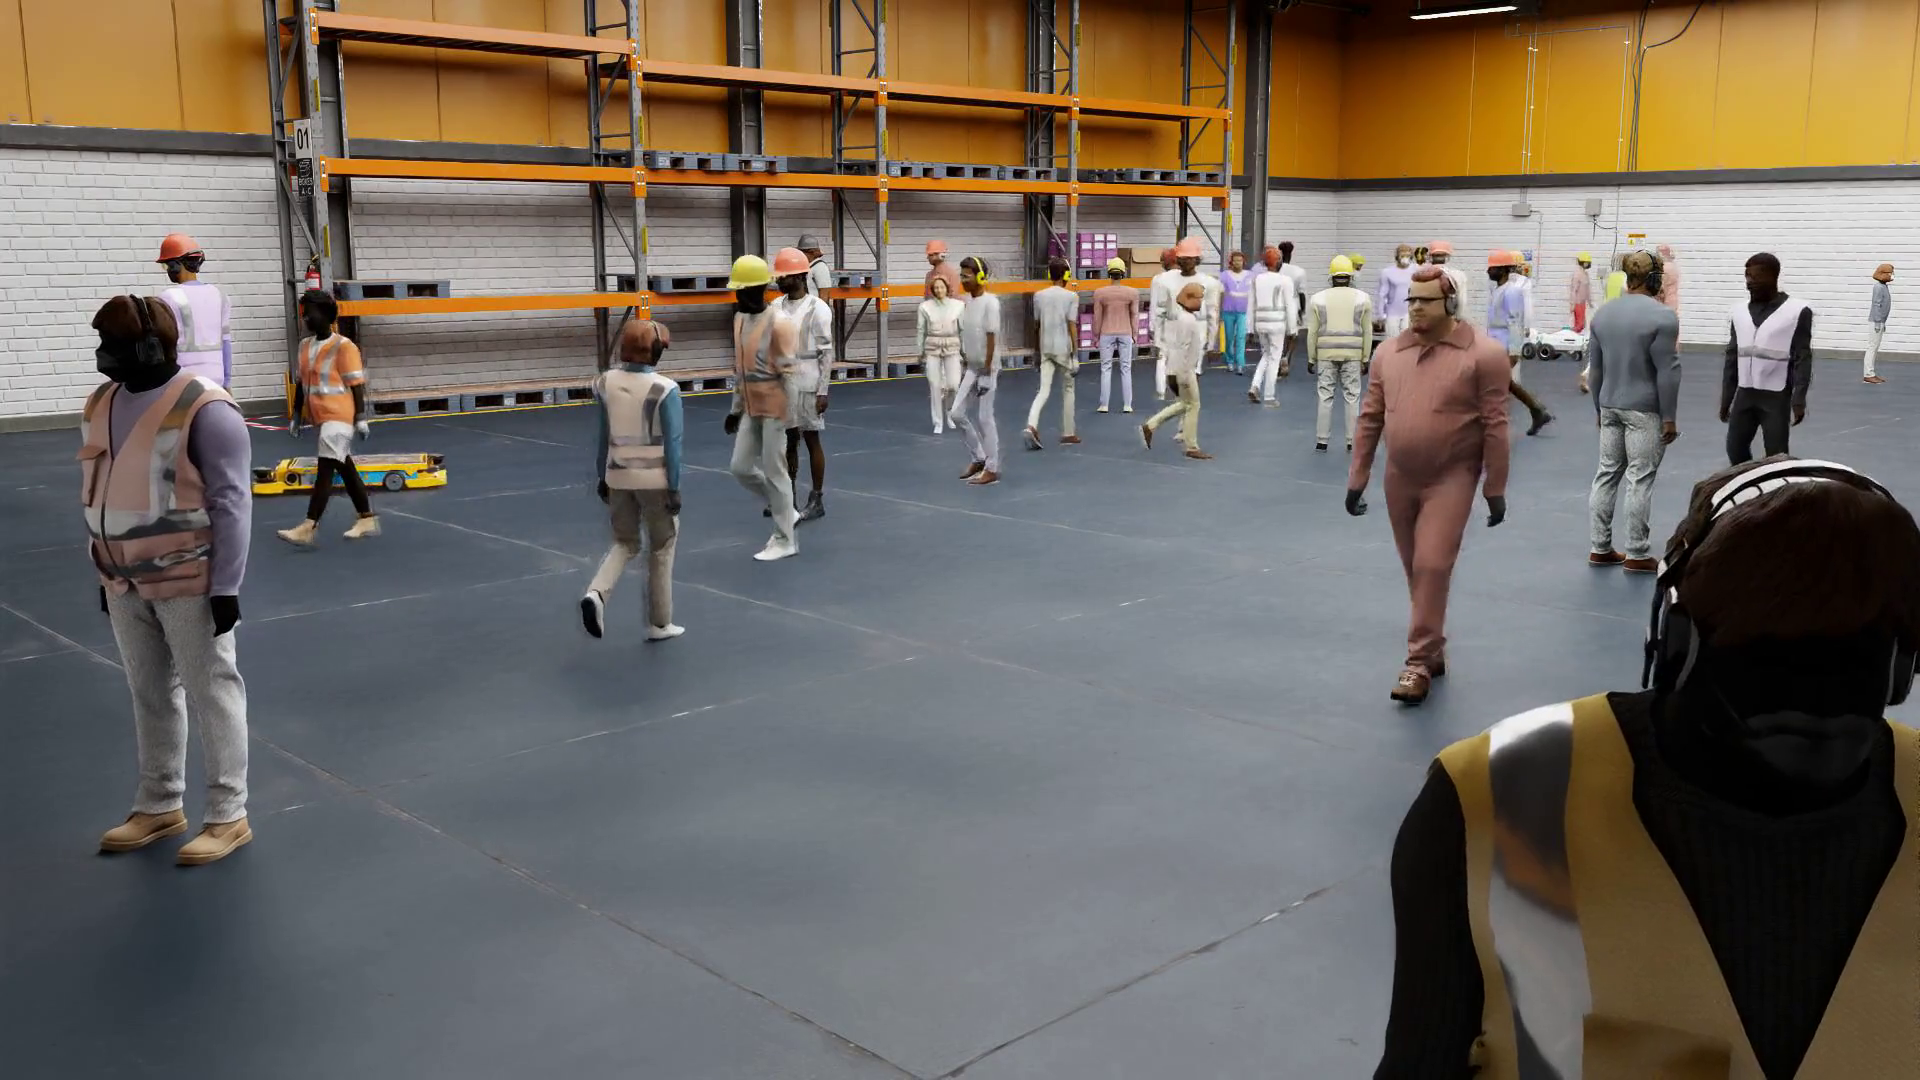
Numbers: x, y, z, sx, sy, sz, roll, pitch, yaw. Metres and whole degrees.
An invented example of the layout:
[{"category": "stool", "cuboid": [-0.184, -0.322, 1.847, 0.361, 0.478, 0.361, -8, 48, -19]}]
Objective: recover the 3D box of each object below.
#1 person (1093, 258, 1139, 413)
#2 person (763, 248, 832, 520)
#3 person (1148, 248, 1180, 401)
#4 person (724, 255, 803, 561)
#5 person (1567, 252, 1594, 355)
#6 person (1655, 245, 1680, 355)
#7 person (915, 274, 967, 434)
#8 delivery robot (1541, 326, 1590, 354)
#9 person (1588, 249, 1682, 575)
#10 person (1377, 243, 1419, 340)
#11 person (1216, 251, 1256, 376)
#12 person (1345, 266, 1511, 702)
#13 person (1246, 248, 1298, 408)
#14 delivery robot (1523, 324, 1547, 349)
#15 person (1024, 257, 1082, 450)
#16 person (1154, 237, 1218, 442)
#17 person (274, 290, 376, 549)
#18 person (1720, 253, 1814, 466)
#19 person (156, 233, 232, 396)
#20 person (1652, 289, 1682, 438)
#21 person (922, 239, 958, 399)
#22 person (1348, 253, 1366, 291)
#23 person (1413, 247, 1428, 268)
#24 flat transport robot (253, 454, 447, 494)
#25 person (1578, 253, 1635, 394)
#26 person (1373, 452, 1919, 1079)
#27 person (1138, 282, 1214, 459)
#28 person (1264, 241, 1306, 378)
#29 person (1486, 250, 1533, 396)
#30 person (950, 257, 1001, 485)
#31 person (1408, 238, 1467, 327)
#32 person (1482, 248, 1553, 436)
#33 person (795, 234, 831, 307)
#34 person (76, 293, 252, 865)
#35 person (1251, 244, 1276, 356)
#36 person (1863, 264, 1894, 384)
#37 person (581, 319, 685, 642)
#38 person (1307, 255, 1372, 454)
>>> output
[{"category": "person", "cuboid": [1.774, -2.324, 18.968, 0.525, 1.769, 0.311, 0, 10, 0]}, {"category": "person", "cuboid": [-1.168, -1.103, 11.857, 0.544, 1.933, 0.376, 7, 13, 35]}, {"category": "person", "cuboid": [2.600, -2.598, 20.237, 0.625, 1.858, 0.403, 1, 10, 4]}, {"category": "person", "cuboid": [-1.223, -0.807, 10.323, 0.493, 1.900, 0.614, -8, 13, -36]}, {"category": "person", "cuboid": [10.451, -3.965, 27.976, 0.372, 1.749, 0.526, 8, 13, 38]}, {"category": "person", "cuboid": [10.762, -3.552, 25.424, 0.667, 1.871, 0.658, 8, 13, 36]}, {"category": "person", "cuboid": [-0.188, -1.890, 16.972, 0.541, 1.624, 0.371, 0, 10, 0]}, {"category": "delivery robot", "cuboid": [9.772, -3.211, 26.851, 0.707, 0.478, 0.477, 7, 13, 35]}, {"category": "person", "cuboid": [4.045, -0.764, 9.988, 0.372, 1.940, 0.632, -5, 12, -26]}, {"category": "person", "cuboid": [5.941, -3.046, 22.510, 0.632, 1.919, 0.708, 0, 10, 0]}, {"category": "person", "cuboid": [4.031, -3.327, 24.371, 0.588, 1.799, 0.983, 1, 10, 5]}, {"category": "person", "cuboid": [1.989, -0.244, 7.305, 0.833, 1.874, 0.683, -10, 14, -44]}, {"category": "person", "cuboid": [3.677, -2.479, 19.523, 0.408, 1.867, 0.584, -9, 14, -42]}, {"category": "delivery robot", "cuboid": [9.349, -3.320, 27.447, 0.477, 0.478, 0.707, -6, 12, -32]}, {"category": "person", "cuboid": [0.886, -1.777, 15.855, 0.531, 1.826, 0.920, 6, 12, 29]}, {"category": "person", "cuboid": [2.266, -1.998, 16.537, 0.613, 2.018, 0.829, 5, 11, 24]}, {"category": "person", "cuboid": [-4.174, -0.776, 10.786, 0.551, 1.655, 0.849, 8, 13, 36]}, {"category": "person", "cuboid": [5.508, -0.984, 11.330, 0.388, 1.903, 0.658, -6, 12, -29]}, {"category": "person", "cuboid": [-5.356, -1.110, 11.618, 0.393, 2.034, 0.609, 4, 11, 20]}, {"category": "person", "cuboid": [6.569, -1.660, 15.778, 0.833, 1.590, 0.526, -1, 10, -5]}, {"category": "person", "cuboid": [-0.301, -2.697, 20.421, 0.527, 1.971, 0.646, -6, 12, -30]}, {"category": "person", "cuboid": [6.808, -4.149, 29.066, 0.467, 1.713, 0.487, -3, 11, -16]}, {"category": "person", "cuboid": [7.946, -4.238, 29.249, 0.852, 1.835, 0.499, 5, 12, 26]}, {"category": "flat transport robot", "cuboid": [-4.870, -0.544, 13.342, 1.431, 0.197, 0.652, -3, 11, -17]}, {"category": "person", "cuboid": [8.175, -2.662, 20.693, 0.788, 1.813, 0.632, -3, 11, -16]}, {"category": "person", "cuboid": [0.693, 0.831, 1.577, 0.619, 1.838, 0.430, 2, 11, 10]}, {"category": "person", "cuboid": [1.974, -1.526, 15.066, 0.617, 1.610, 0.503, 1, 10, 8]}, {"category": "person", "cuboid": [4.538, -3.223, 23.367, 0.618, 1.949, 0.613, 3, 11, 16]}, {"category": "person", "cuboid": [6.981, -2.749, 21.109, 0.403, 1.828, 0.595, -10, 14, -43]}, {"category": "person", "cuboid": [0.155, -1.358, 13.471, 0.423, 1.851, 0.532, -6, 12, -31]}, {"category": "person", "cuboid": [5.414, -2.422, 18.906, 0.646, 1.980, 0.434, 1, 10, 6]}, {"category": "person", "cuboid": [5.504, -1.964, 16.652, 0.931, 1.904, 0.556, 1, 10, 5]}, {"category": "person", "cuboid": [-1.973, -2.945, 21.605, 0.537, 2.000, 0.689, -5, 12, -25]}, {"category": "person", "cuboid": [-2.571, 0.131, 5.383, 0.624, 1.841, 0.430, 5, 11, 23]}, {"category": "person", "cuboid": [5.030, -3.872, 27.079, 0.655, 1.884, 0.533, -1, 10, -6]}, {"category": "person", "cuboid": [12.636, -2.972, 22.857, 0.279, 1.634, 0.498, 7, 13, 35]}, {"category": "person", "cuboid": [-1.596, -0.270, 8.144, 0.527, 1.619, 0.522, 5, 12, 25]}, {"category": "person", "cuboid": [3.522, -1.716, 15.456, 0.589, 1.837, 0.403, 2, 11, 12]}]
